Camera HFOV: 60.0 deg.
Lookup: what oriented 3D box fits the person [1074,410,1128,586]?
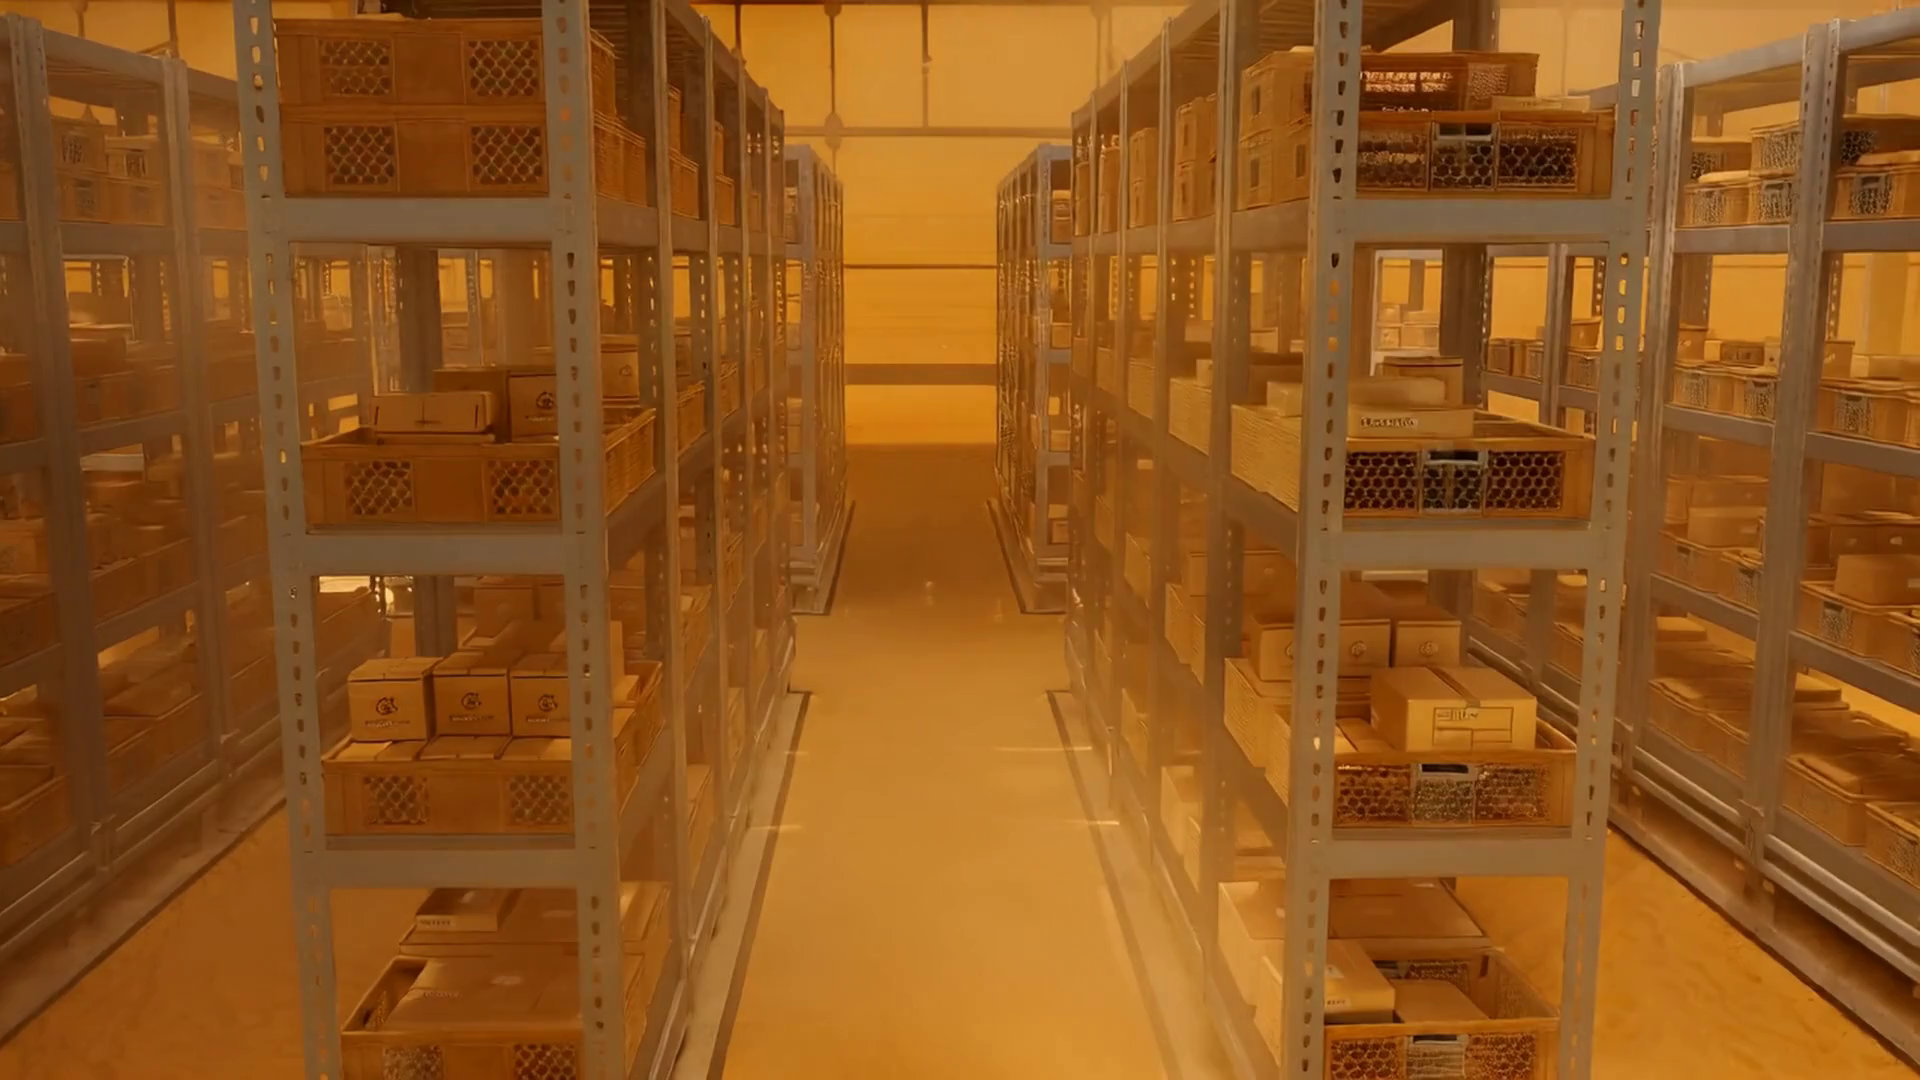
[{"bbox_3d":[0.989,-0.057,11.161,0.562,1.838,0.390,6,11,33],"label":"person"}]
